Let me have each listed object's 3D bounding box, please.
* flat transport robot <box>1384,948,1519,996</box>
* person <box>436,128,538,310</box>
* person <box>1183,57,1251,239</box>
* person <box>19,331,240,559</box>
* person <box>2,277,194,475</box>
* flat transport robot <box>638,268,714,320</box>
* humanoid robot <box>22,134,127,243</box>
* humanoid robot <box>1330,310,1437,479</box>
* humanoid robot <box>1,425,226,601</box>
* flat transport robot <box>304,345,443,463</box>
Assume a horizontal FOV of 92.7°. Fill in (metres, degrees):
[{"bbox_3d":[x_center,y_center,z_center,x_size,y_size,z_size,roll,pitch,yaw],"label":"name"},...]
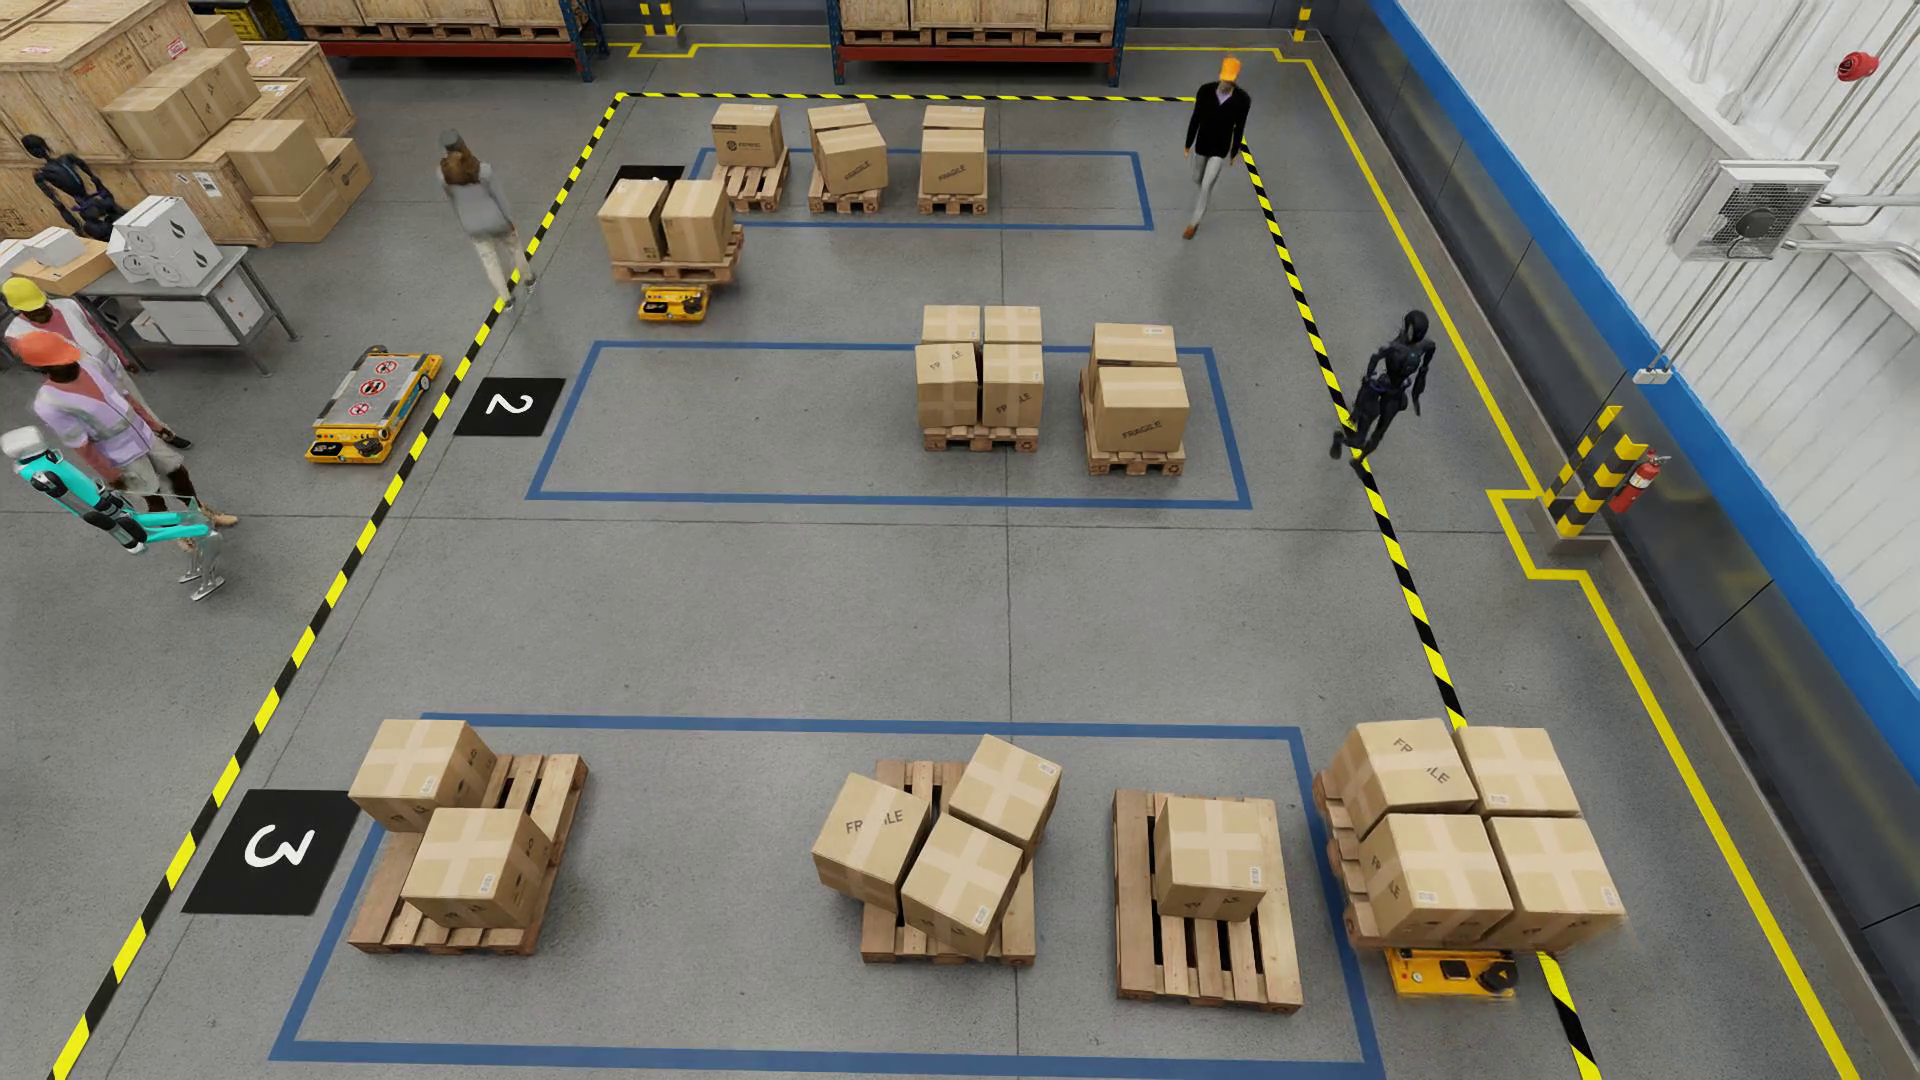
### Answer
[{"bbox_3d":[2.841,2.011,5.647,0.652,0.197,1.431,1,50,1],"label":"flat transport robot"},{"bbox_3d":[-4.701,-3.185,9.098,0.570,1.732,0.724,-7,50,-5],"label":"person"},{"bbox_3d":[2.767,-4.307,9.968,0.585,1.859,0.845,25,54,20],"label":"person"},{"bbox_3d":[-6.132,-0.681,6.797,0.410,2.030,0.652,0,50,0],"label":"person"},{"bbox_3d":[-7.055,-1.339,7.480,0.404,1.825,0.586,14,51,11],"label":"person"},{"bbox_3d":[-2.945,-2.854,9.764,0.652,0.197,1.431,1,50,1],"label":"flat transport robot"},{"bbox_3d":[-8.685,-3.274,9.251,0.829,1.622,0.589,6,50,5],"label":"humanoid robot"},{"bbox_3d":[3.454,-1.184,7.448,0.601,1.649,0.437,-8,50,-6],"label":"humanoid robot"},{"bbox_3d":[-5.804,-0.237,6.520,0.735,1.674,0.533,-36,59,-26],"label":"humanoid robot"},{"bbox_3d":[-5.383,-1.269,8.441,0.659,0.231,1.431,1,50,1],"label":"flat transport robot"}]
